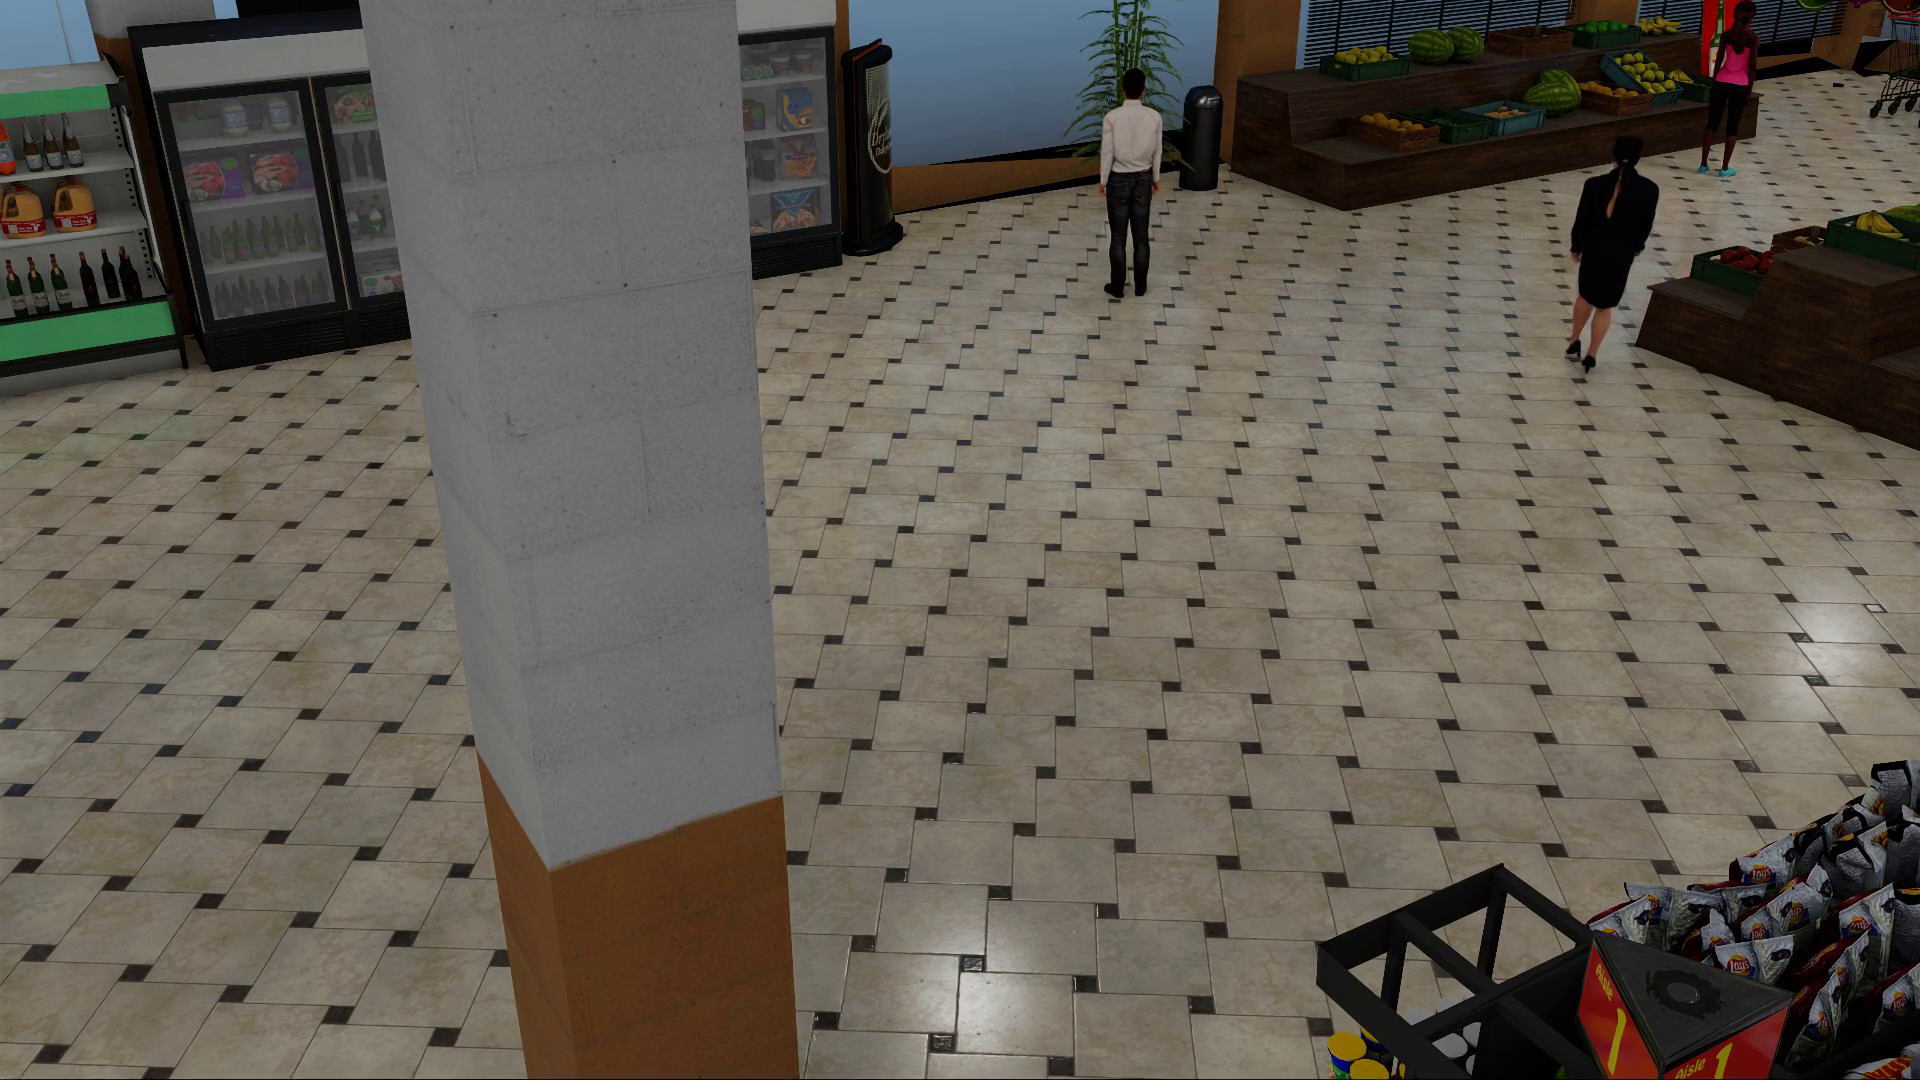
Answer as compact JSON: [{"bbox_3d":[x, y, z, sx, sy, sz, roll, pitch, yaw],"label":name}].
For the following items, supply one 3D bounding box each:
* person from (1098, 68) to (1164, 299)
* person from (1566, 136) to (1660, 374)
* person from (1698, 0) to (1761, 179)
[{"bbox_3d":[1.356,-2.836,13.258,0.640,1.811,0.797,-3,27,-6],"label":"person"},{"bbox_3d":[4.568,-1.972,11.726,0.836,1.656,0.885,11,29,20],"label":"person"},{"bbox_3d":[7.730,-4.528,16.692,0.619,1.723,0.640,22,34,37],"label":"person"}]
